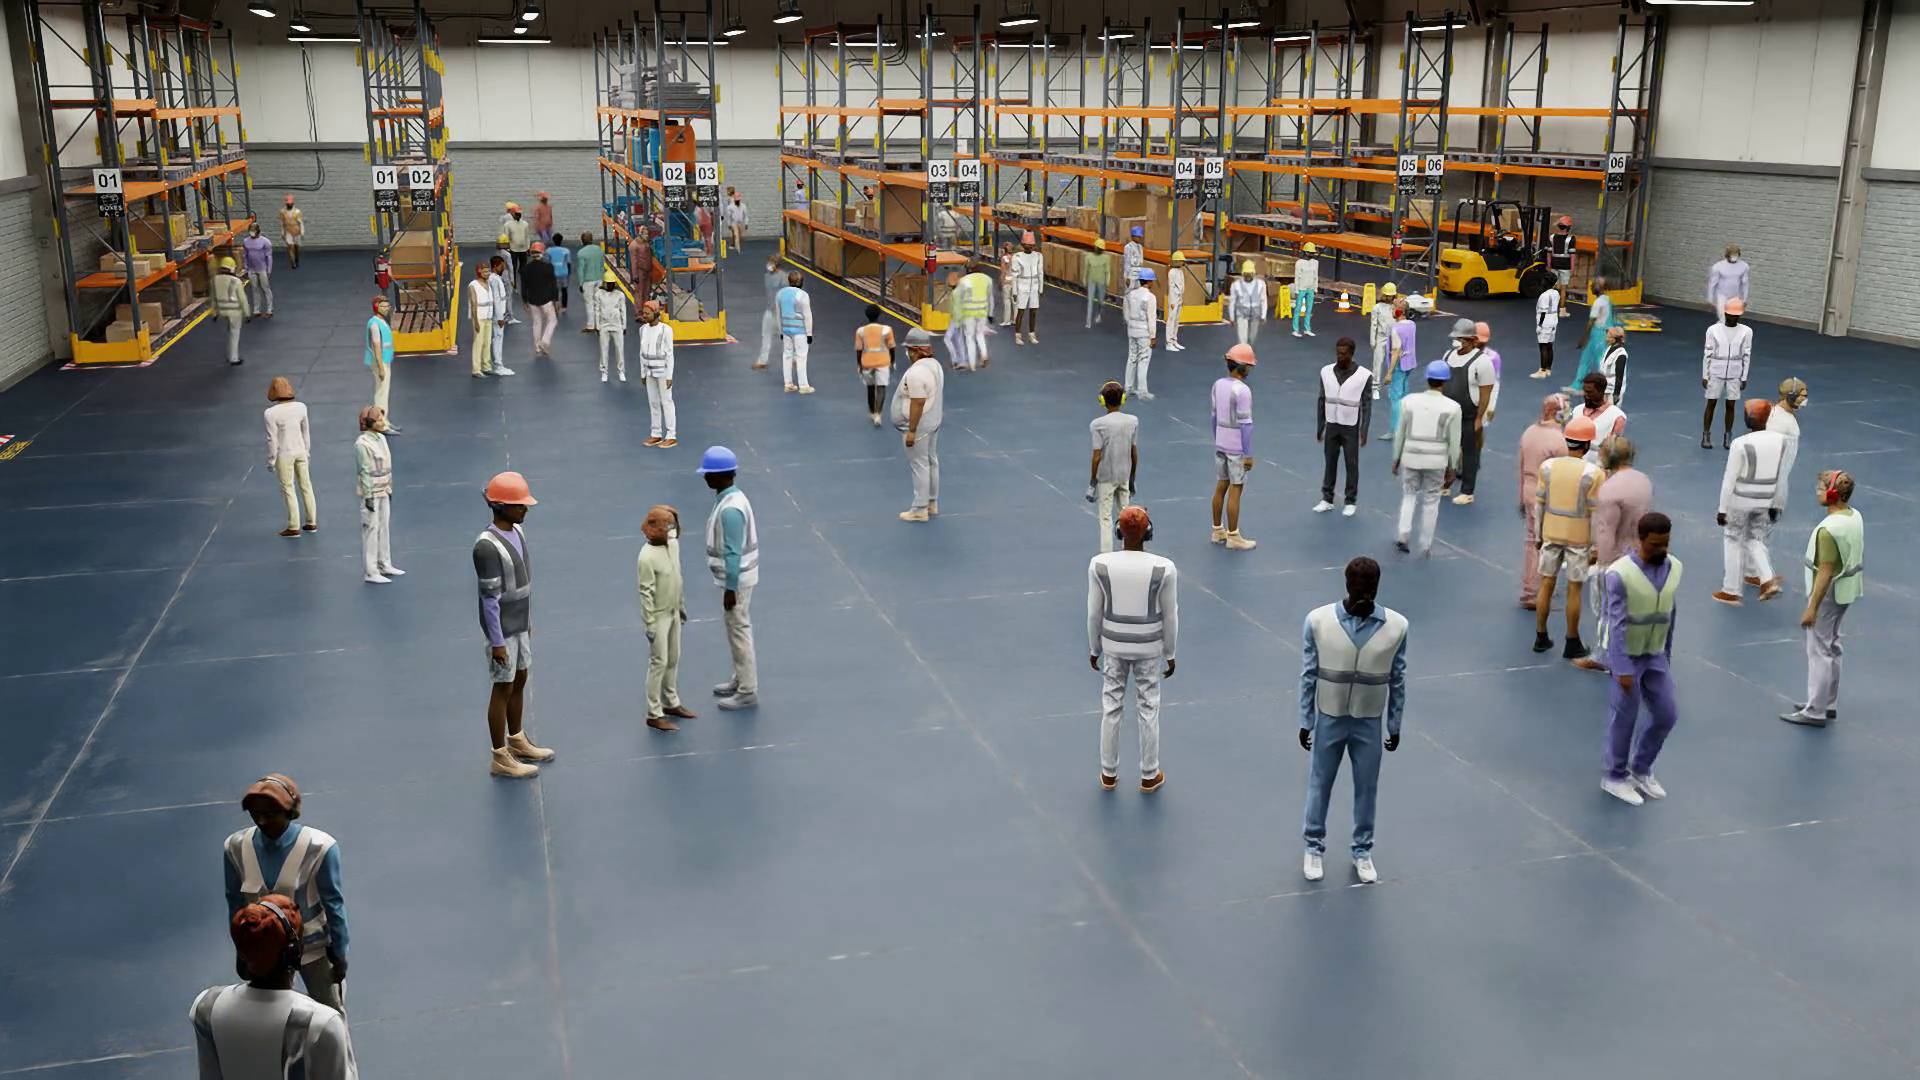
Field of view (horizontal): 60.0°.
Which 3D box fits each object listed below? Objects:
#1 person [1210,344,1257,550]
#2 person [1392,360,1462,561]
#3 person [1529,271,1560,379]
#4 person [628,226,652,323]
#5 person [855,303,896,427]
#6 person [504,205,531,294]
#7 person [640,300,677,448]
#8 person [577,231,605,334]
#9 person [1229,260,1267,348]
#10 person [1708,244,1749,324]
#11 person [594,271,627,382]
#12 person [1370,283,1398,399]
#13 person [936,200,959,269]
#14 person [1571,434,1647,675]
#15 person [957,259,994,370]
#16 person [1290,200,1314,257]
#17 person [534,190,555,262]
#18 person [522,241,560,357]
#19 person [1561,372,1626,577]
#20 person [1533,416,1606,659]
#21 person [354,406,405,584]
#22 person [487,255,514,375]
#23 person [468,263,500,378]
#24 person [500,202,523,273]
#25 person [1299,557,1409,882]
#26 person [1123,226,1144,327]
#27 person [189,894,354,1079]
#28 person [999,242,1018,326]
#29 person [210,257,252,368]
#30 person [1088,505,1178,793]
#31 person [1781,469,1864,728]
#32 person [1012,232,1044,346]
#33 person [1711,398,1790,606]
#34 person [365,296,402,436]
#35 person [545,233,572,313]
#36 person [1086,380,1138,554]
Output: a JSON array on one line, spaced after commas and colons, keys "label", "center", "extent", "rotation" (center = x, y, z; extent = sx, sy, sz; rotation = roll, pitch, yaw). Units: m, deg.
[{"label": "person", "center": [2.715, -0.918, 16.403], "extent": [0.389, 2.036, 0.605], "rotation": [-6, 16, -22]}, {"label": "person", "center": [4.493, -0.765, 16.004], "extent": [0.654, 1.939, 0.461], "rotation": [9, 17, 30]}, {"label": "person", "center": [9.314, -3.412, 26.437], "extent": [0.318, 1.696, 0.537], "rotation": [12, 19, 38]}, {"label": "person", "center": [-6.313, -5.287, 33.120], "extent": [0.400, 1.892, 0.661], "rotation": [5, 16, 18]}, {"label": "person", "center": [-1.157, -2.390, 22.637], "extent": [0.533, 1.669, 0.799], "rotation": [3, 15, 12]}, {"label": "person", "center": [-10.104, -6.650, 38.044], "extent": [0.623, 1.993, 0.385], "rotation": [-13, 20, -40]}, {"label": "person", "center": [-3.864, -2.115, 21.218], "extent": [0.576, 1.879, 0.356], "rotation": [11, 18, 35]}, {"label": "person", "center": [-6.985, -4.883, 31.527], "extent": [0.378, 1.932, 0.628], "rotation": [11, 18, 35]}, {"label": "person", "center": [4.726, -3.705, 27.352], "extent": [0.591, 1.799, 0.860], "rotation": [-1, 15, -3]}, {"label": "person", "center": [13.388, -4.228, 29.095], "extent": [0.653, 1.914, 0.732], "rotation": [0, 15, 1]}, {"label": "person", "center": [-5.483, -3.357, 26.161], "extent": [0.487, 1.738, 0.320], "rotation": [-4, 15, -13]}, {"label": "person", "center": [6.313, -2.939, 24.590], "extent": [0.494, 1.732, 0.319], "rotation": [-1, 15, -5]}, {"label": "person", "center": [-0.325, -7.962, 43.339], "extent": [0.594, 1.817, 0.431], "rotation": [-4, 15, -15]}, {"label": "person", "center": [5.064, 0.160, 12.583], "extent": [0.664, 1.912, 0.655], "rotation": [12, 19, 39]}, {"label": "person", "center": [0.227, -3.692, 27.258], "extent": [0.654, 1.815, 0.433], "rotation": [-8, 17, -27]}, {"label": "person", "center": [8.917, -8.005, 43.306], "extent": [0.651, 1.913, 0.409], "rotation": [10, 18, 32]}, {"label": "person", "center": [-11.078, -8.342, 44.442], "extent": [0.426, 1.980, 0.637], "rotation": [10, 18, 32]}, {"label": "person", "center": [-7.207, -4.115, 28.534], "extent": [0.655, 1.978, 0.513], "rotation": [3, 15, 12]}, {"label": "person", "center": [5.920, -0.626, 15.558], "extent": [0.400, 1.907, 0.599], "rotation": [-7, 16, -25]}, {"label": "person", "center": [4.841, -0.027, 13.236], "extent": [0.548, 1.937, 0.379], "rotation": [14, 20, 43]}, {"label": "person", "center": [-5.379, -0.422, 15.312], "extent": [0.313, 1.632, 0.518], "rotation": [1, 15, 5]}, {"label": "person", "center": [-7.467, -3.620, 26.800], "extent": [0.390, 1.915, 0.587], "rotation": [-5, 16, -20]}, {"label": "person", "center": [-7.627, -3.506, 26.537], "extent": [0.395, 1.836, 0.562], "rotation": [5, 16, 19]}, {"label": "person", "center": [-11.394, -7.705, 42.392], "extent": [0.599, 1.805, 0.787], "rotation": [-7, 16, -24]}, {"label": "person", "center": [2.215, 1.003, 9.423], "extent": [0.592, 1.910, 0.387], "rotation": [1, 15, 5]}, {"label": "person", "center": [3.403, -5.150, 32.501], "extent": [0.400, 1.943, 0.612], "rotation": [9, 18, 32]}, {"label": "person", "center": [-2.201, 2.056, 5.505], "extent": [0.572, 1.883, 0.356], "rotation": [4, 15, 15]}, {"label": "person", "center": [0.956, -5.008, 32.555], "extent": [0.307, 1.636, 0.525], "rotation": [12, 19, 39]}, {"label": "person", "center": [-12.042, -3.795, 27.650], "extent": [0.629, 1.809, 0.657], "rotation": [5, 16, 17]}, {"label": "person", "center": [1.099, 0.699, 10.608], "extent": [0.574, 1.885, 0.355], "rotation": [4, 15, 13]}, {"label": "person", "center": [6.147, 0.416, 11.747], "extent": [0.372, 1.842, 0.569], "rotation": [14, 20, 42]}, {"label": "person", "center": [1.228, -4.512, 29.937], "extent": [0.606, 2.035, 0.403], "rotation": [-6, 16, -21]}, {"label": "person", "center": [6.876, -0.310, 14.454], "extent": [0.591, 1.859, 0.488], "rotation": [-4, 15, -16]}, {"label": "person", "center": [-7.661, -2.311, 22.016], "extent": [0.397, 1.840, 0.564], "rotation": [-3, 15, -10]}, {"label": "person", "center": [-8.270, -5.479, 34.272], "extent": [0.537, 1.681, 0.602], "rotation": [-2, 15, -8]}, {"label": "person", "center": [1.391, -0.531, 15.276], "extent": [0.517, 1.865, 0.334], "rotation": [-7, 16, -25]}]
